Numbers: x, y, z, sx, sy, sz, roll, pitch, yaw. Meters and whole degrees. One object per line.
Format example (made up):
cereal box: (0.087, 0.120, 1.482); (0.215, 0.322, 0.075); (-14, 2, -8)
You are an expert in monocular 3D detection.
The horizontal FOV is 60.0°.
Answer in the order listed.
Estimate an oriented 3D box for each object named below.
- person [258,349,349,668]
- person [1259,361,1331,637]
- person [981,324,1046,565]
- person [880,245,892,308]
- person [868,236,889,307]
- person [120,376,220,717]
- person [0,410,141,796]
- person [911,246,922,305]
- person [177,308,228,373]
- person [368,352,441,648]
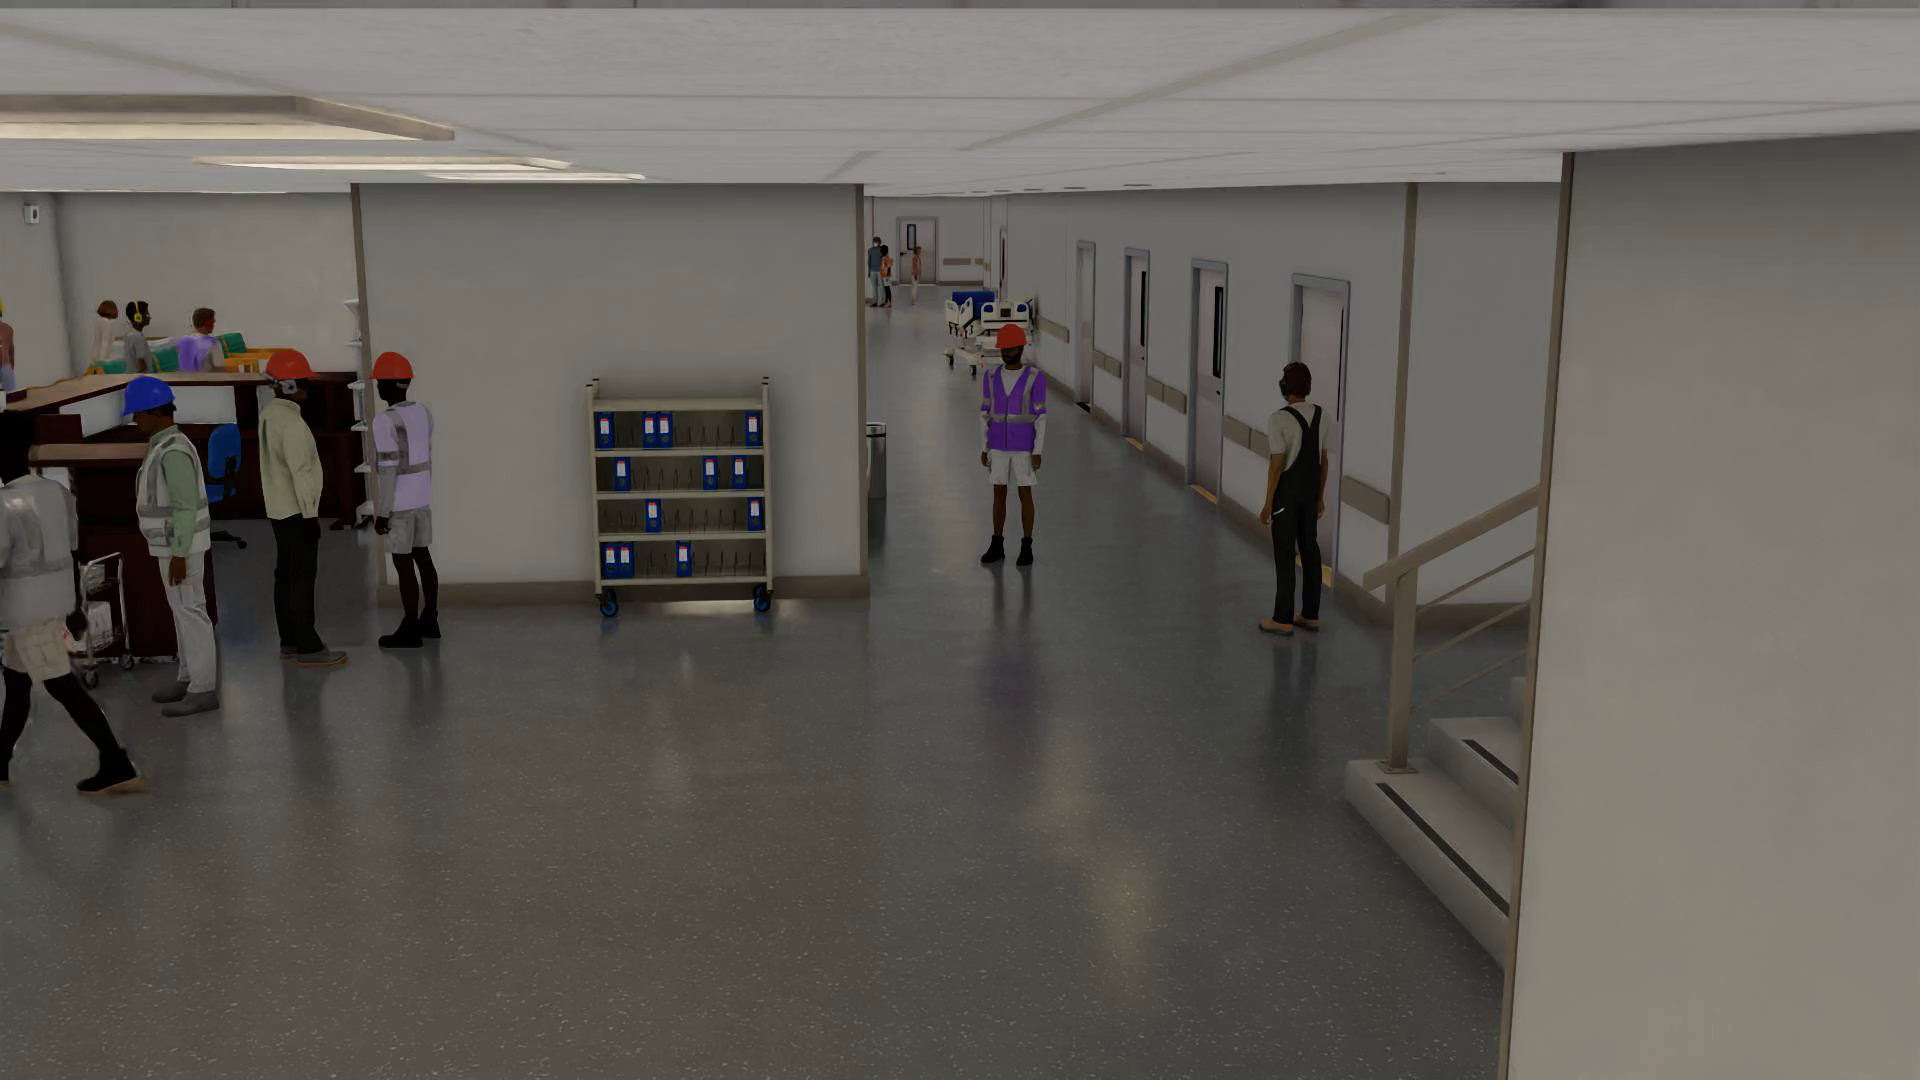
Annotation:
person: (-4.157, -0.195, 10.426); (0.382, 1.995, 0.612); (-9, 15, -39)
person: (2.247, -0.274, 11.176); (0.516, 1.843, 0.327); (-6, 13, -29)
person: (0.414, -0.762, 13.336); (0.545, 1.938, 0.362); (4, 12, 21)
person: (-2.033, -7.185, 45.313); (0.318, 1.695, 0.539); (-4, 12, -21)
person: (-2.238, -7.320, 45.408); (0.631, 1.932, 0.364); (7, 13, 29)
person: (-4.476, 0.032, 9.458); (0.407, 1.937, 0.602); (-7, 13, -30)
person: (-4.533, 0.326, 8.090); (1.001, 1.919, 0.624); (-1, 12, -3)
person: (-1.223, -7.377, 46.399); (0.311, 1.636, 0.522); (2, 12, 10)
person: (-7.712, -1.482, 17.168); (0.578, 1.804, 0.870); (7, 13, 30)
person: (-3.653, -0.260, 10.883); (0.361, 1.938, 0.546); (3, 12, 14)
